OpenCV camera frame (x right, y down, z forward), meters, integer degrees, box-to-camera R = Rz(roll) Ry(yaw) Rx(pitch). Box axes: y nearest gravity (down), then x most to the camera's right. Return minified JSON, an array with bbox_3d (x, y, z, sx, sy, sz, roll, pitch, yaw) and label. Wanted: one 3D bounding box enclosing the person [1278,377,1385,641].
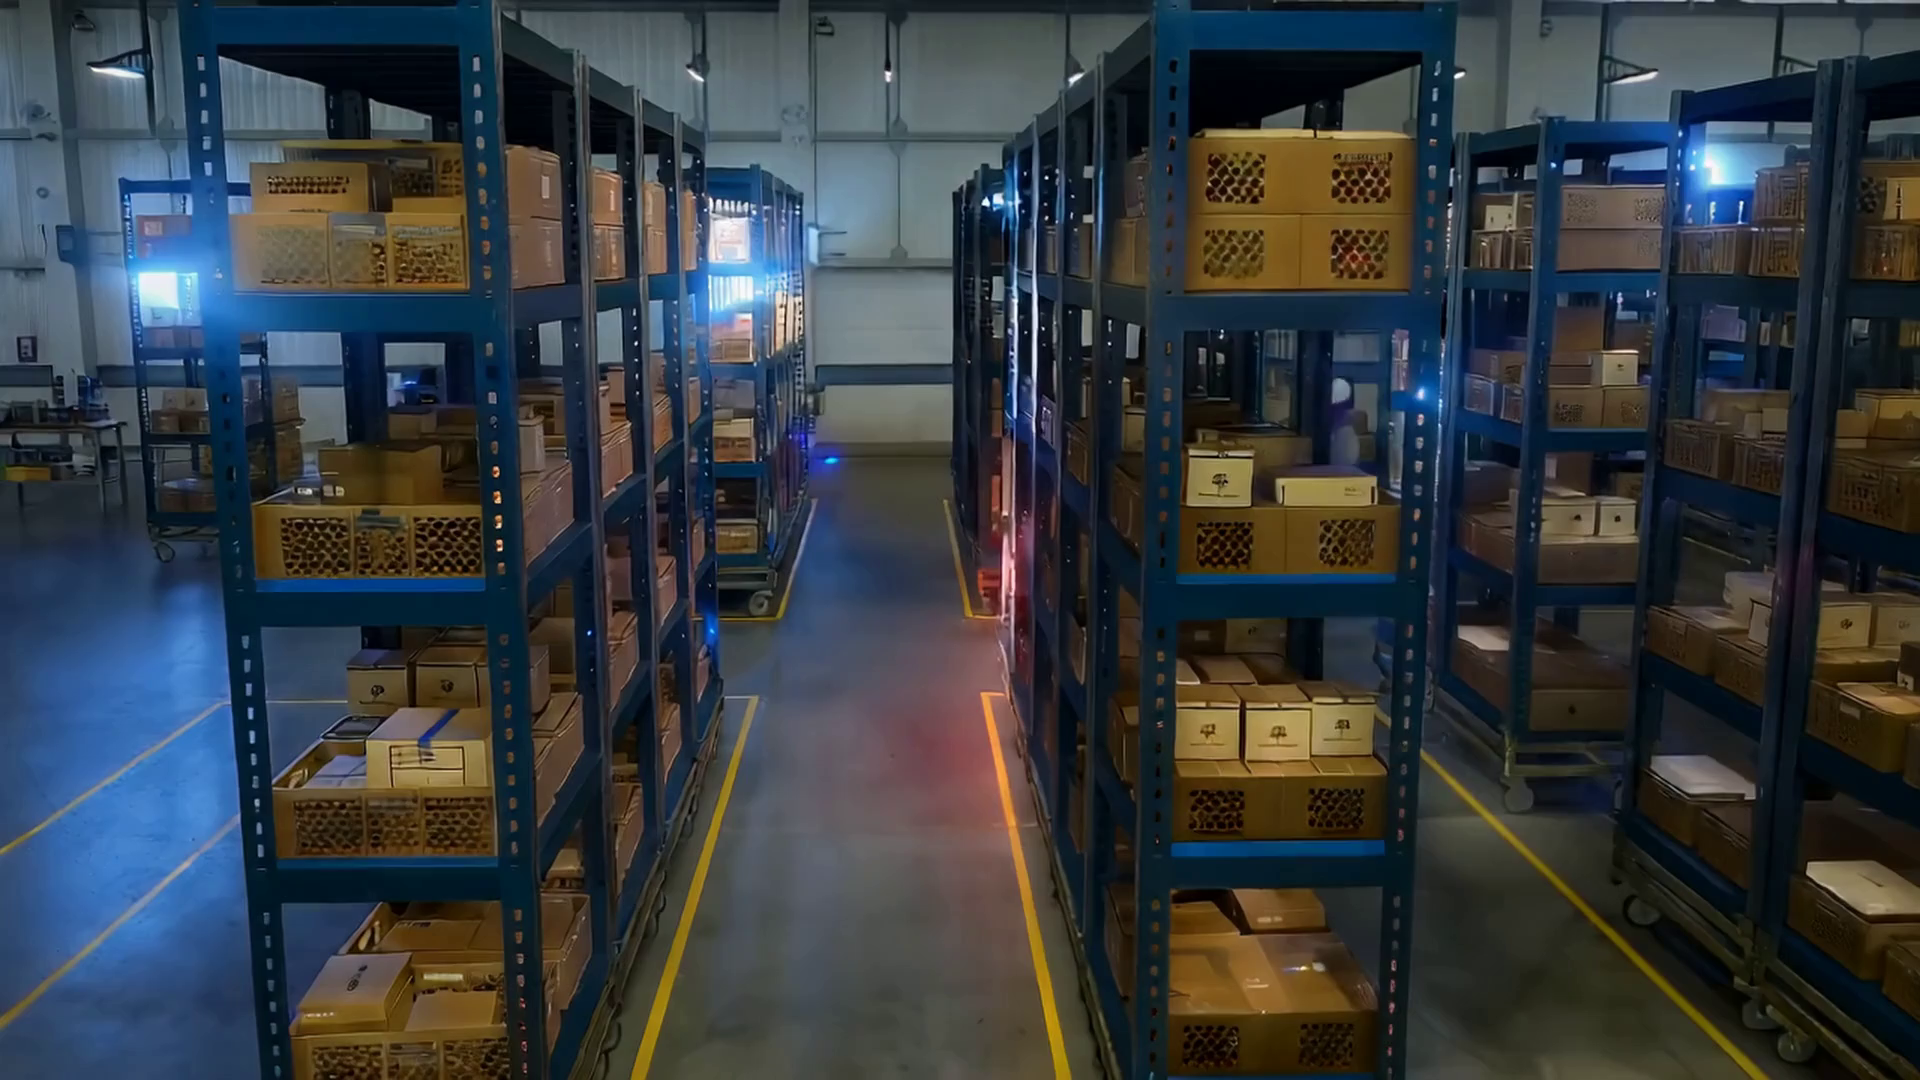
[{"bbox_3d":[2.903,-0.218,12.507,0.893,2.020,0.613,0,10,2],"label":"person"}]
